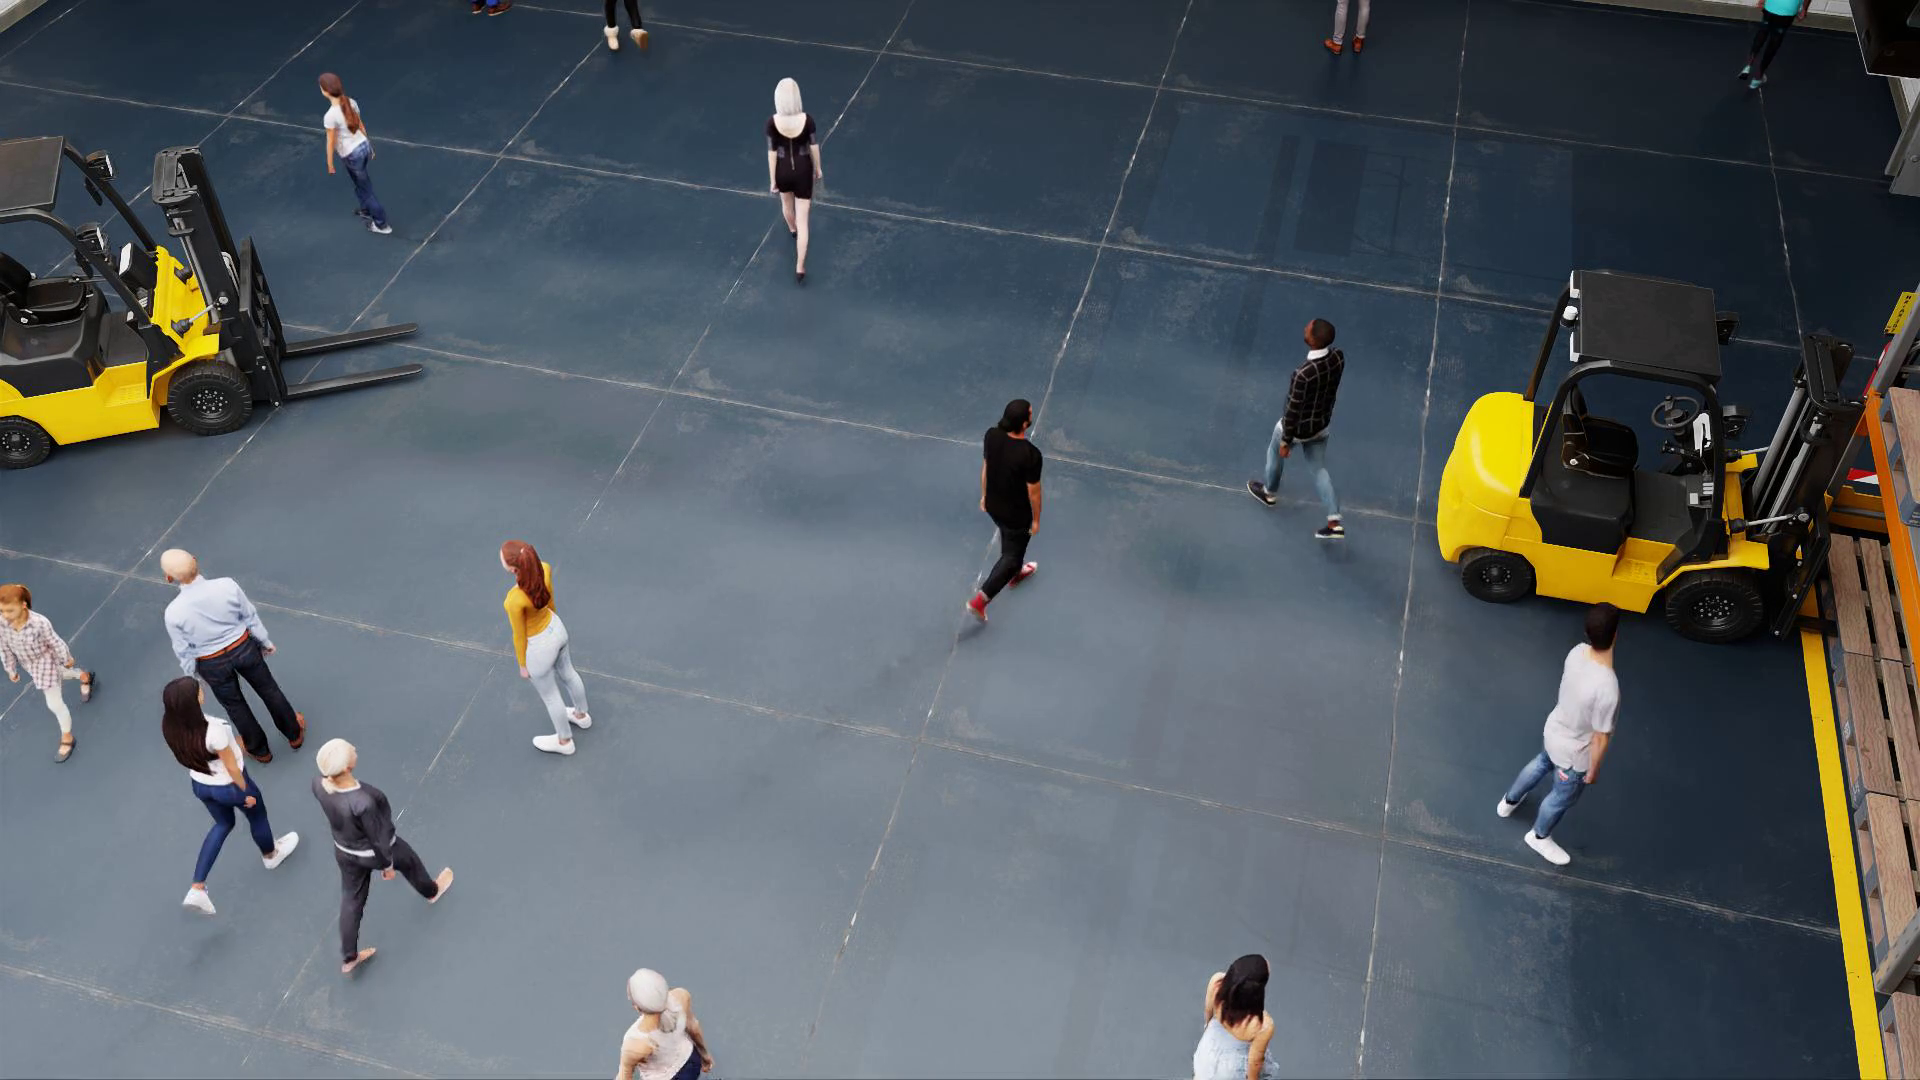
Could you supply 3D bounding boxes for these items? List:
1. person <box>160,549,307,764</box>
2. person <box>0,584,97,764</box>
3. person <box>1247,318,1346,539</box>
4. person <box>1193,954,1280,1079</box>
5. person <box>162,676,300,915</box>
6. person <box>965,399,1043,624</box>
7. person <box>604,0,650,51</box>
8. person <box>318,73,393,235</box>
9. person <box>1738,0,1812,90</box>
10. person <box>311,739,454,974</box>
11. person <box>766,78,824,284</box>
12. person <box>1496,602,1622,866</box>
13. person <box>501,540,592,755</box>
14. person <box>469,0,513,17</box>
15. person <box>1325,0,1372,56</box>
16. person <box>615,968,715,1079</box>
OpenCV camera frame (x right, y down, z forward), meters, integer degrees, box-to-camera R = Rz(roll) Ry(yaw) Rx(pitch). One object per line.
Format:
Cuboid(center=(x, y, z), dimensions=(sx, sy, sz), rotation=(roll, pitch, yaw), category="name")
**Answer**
Cuboid(center=(-4.478, 0.724, 10.233), dimensions=(0.741, 1.785, 0.861), rotation=(-28, 50, -26), category="person")
Cuboid(center=(-5.830, 0.724, 10.598), dimensions=(0.625, 1.283, 0.986), rotation=(4, 44, 4), category="person")
Cuboid(center=(2.518, -0.755, 11.783), dimensions=(1.190, 1.789, 1.229), rotation=(-23, 48, -22), category="person")
Cuboid(center=(1.271, 2.627, 8.293), dimensions=(1.133, 1.707, 0.921), rotation=(-34, 53, -31), category="person")
Cuboid(center=(-4.256, 1.477, 9.467), dimensions=(0.683, 1.752, 1.044), rotation=(15, 46, 15), category="person")
Cuboid(center=(0.281, -0.182, 11.221), dimensions=(0.954, 1.735, 1.155), rotation=(34, 53, 30), category="person")
Cuboid(center=(-3.523, -5.762, 17.149), dimensions=(0.902, 1.638, 1.066), rotation=(-5, 44, -5), category="person")
Cuboid(center=(-5.310, -3.408, 14.742), dimensions=(0.685, 1.549, 0.678), rotation=(17, 46, 17), category="person")
Cuboid(center=(8.152, -5.317, 16.567), dimensions=(0.789, 1.795, 0.850), rotation=(35, 53, 31), category="person")
Cuboid(center=(-3.354, 1.742, 9.228), dimensions=(0.643, 1.698, 1.083), rotation=(14, 45, 14), category="person")
Cuboid(center=(-1.400, -3.018, 14.168), dimensions=(0.896, 1.777, 1.236), rotation=(-4, 44, -5), category="person")
Cuboid(center=(3.585, 1.183, 9.696), dimensions=(0.894, 1.862, 0.673), rotation=(10, 44, 10), category="person")
Cuboid(center=(-2.580, 0.649, 10.340), dimensions=(0.636, 1.747, 0.468), rotation=(14, 45, 14), category="person")
Cuboid(center=(-5.239, -6.568, 17.832), dimensions=(0.733, 1.862, 0.661), rotation=(18, 46, 18), category="person")
Cuboid(center=(4.109, -5.924, 17.181), dimensions=(0.762, 1.828, 0.704), rotation=(-6, 44, -7), category="person")
Cuboid(center=(-1.341, 2.715, 8.222), dimensions=(0.799, 1.678, 0.915), rotation=(19, 47, 19), category="person")
